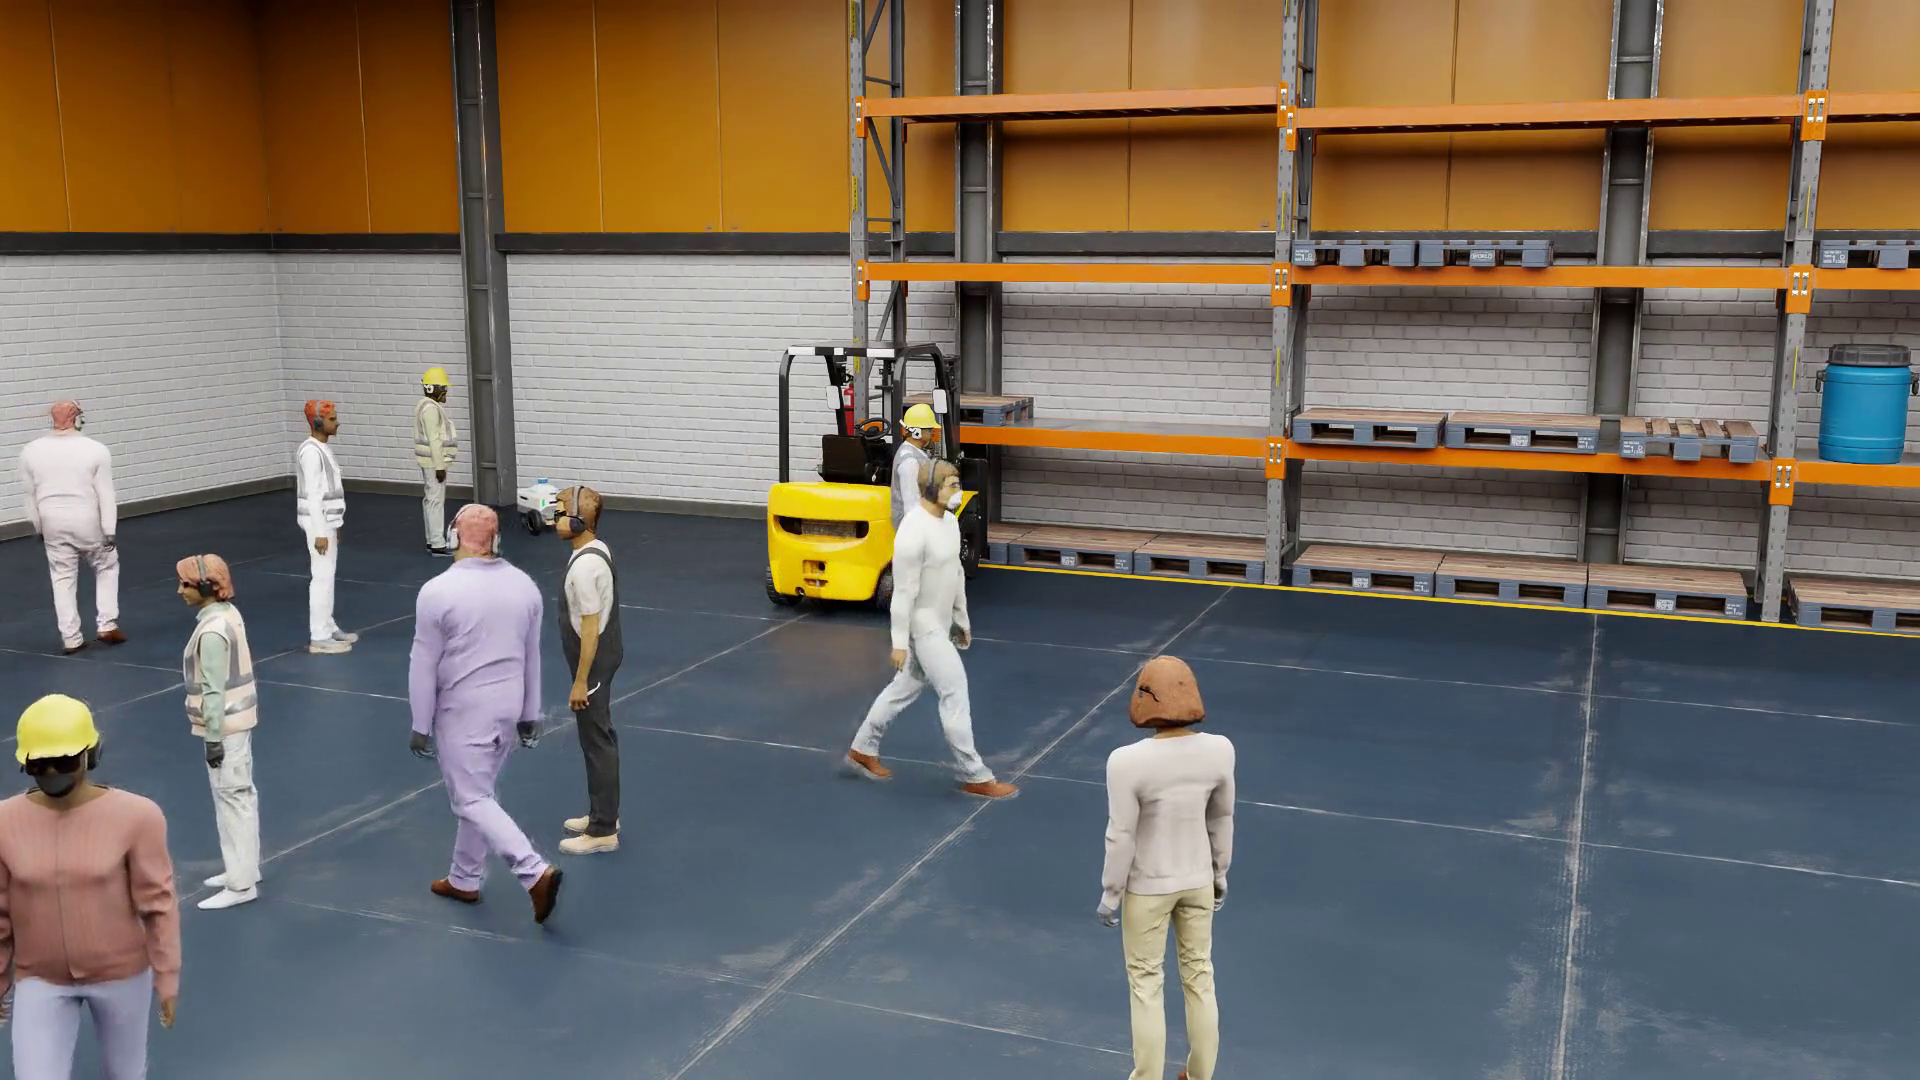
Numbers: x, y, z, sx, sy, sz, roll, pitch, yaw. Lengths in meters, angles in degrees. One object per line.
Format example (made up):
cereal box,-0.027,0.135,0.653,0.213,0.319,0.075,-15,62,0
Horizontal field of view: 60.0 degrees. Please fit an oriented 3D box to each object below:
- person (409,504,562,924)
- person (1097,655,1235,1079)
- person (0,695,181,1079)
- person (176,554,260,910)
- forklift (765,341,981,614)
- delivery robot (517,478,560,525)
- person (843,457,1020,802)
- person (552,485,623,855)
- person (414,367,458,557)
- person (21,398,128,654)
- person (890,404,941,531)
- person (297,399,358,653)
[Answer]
person,-2.104,0.780,7.448,0.834,1.874,0.648,6,12,31
person,0.713,1.203,5.755,0.509,1.631,0.267,-4,11,-23
person,-2.560,1.309,4.821,0.554,1.740,0.684,-3,11,-18
person,-3.387,0.866,7.636,0.318,1.634,0.520,-3,11,-16
forklift,-0.739,-0.602,14.246,1.214,2.155,2.313,4,11,21
delivery robot,-4.383,-0.413,17.496,0.477,0.478,0.707,-8,13,-37
person,-0.206,0.472,9.150,1.058,1.888,0.645,3,11,17
person,-1.859,0.641,8.296,0.345,1.846,0.506,-1,10,-6
person,-5.072,-0.756,16.132,0.404,1.827,0.589,-4,11,-22
person,-6.559,-0.109,12.371,0.647,1.889,0.583,-2,10,-9
person,-0.325,-0.118,12.584,0.403,1.823,0.590,0,10,2
person,-4.738,-0.110,12.374,0.344,1.882,0.583,-2,10,-13
